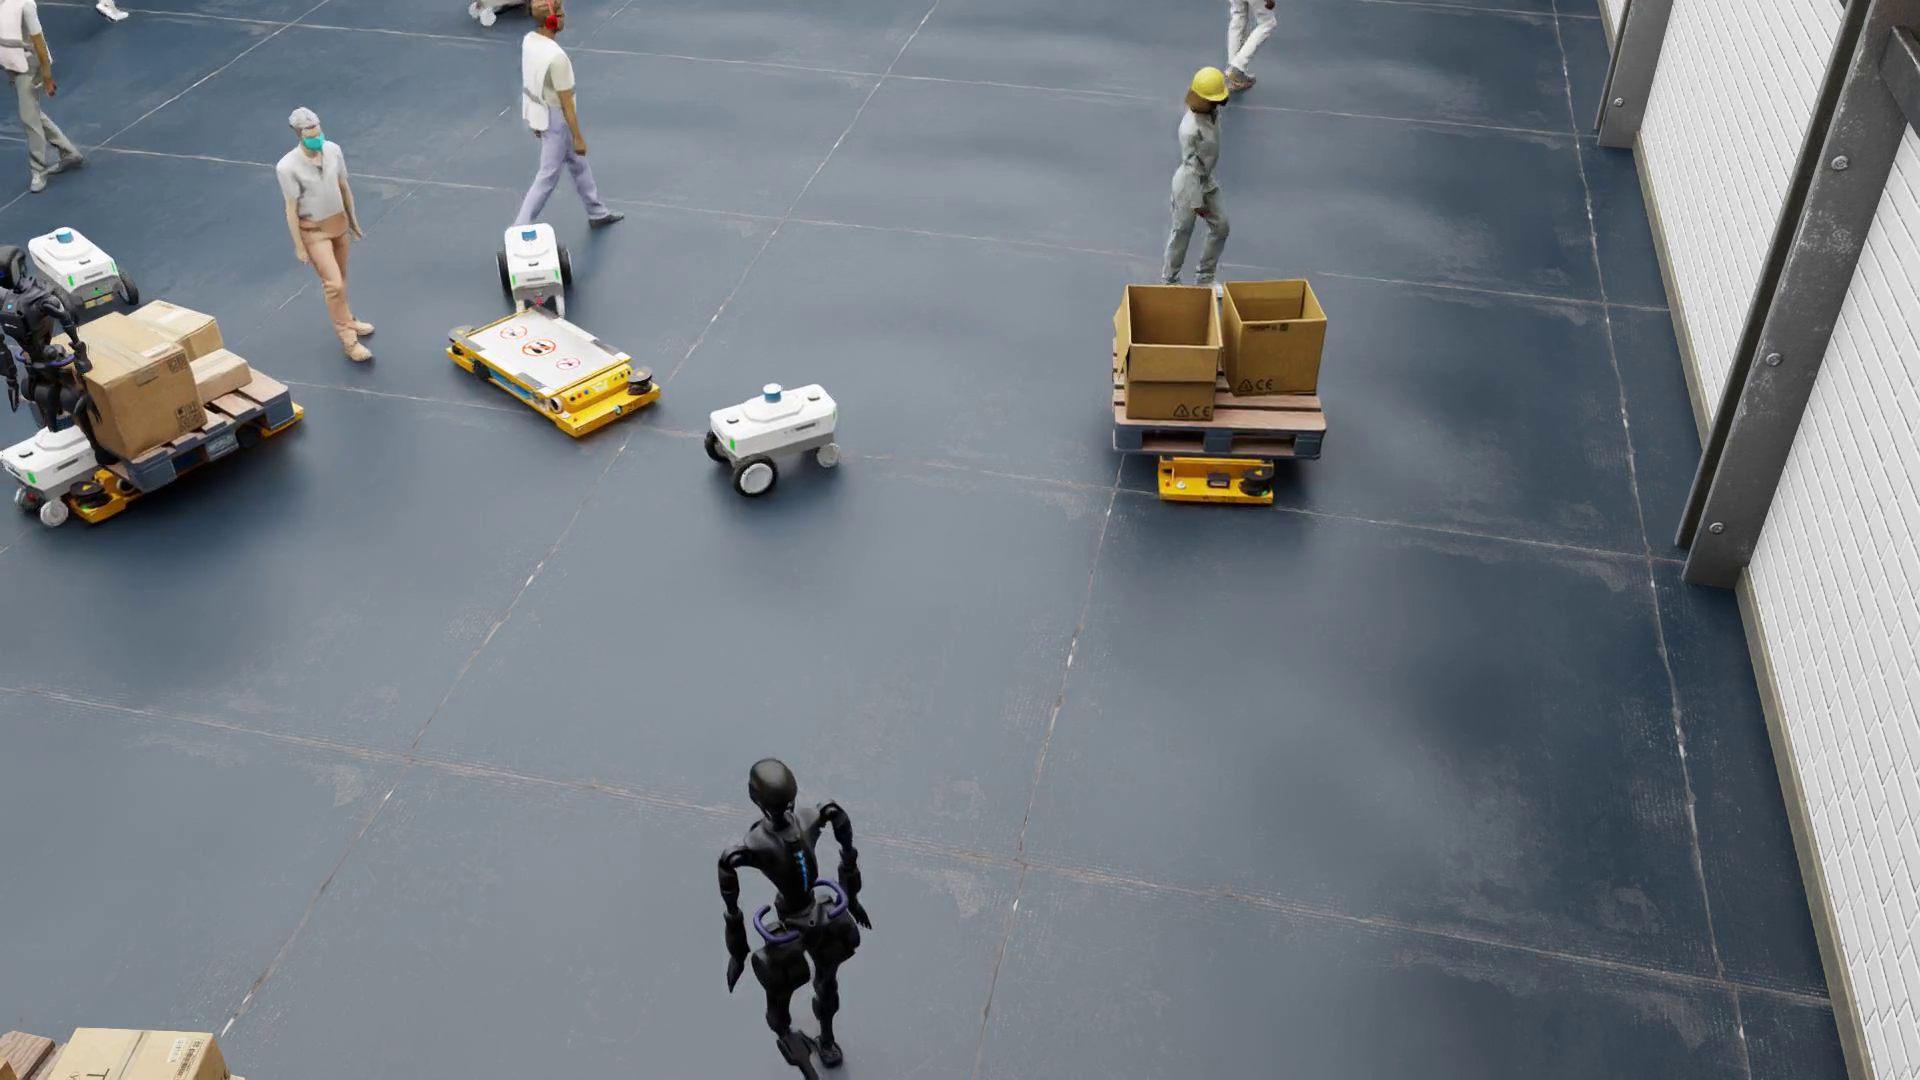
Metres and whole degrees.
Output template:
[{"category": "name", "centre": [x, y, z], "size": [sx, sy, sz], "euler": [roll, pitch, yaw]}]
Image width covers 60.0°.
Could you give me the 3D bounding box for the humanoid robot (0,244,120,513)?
[{"category": "humanoid robot", "centre": [-5.008, -0.878, 9.204], "size": [0.599, 1.659, 0.315], "euler": [8, 37, 10]}]

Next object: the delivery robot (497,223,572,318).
[{"category": "delivery robot", "centre": [-2.946, -1.902, 11.498], "size": [0.499, 0.563, 0.738], "euler": [-9, 38, -12]}]

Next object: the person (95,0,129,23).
[{"category": "person", "centre": [-8.201, -5.677, 15.680], "size": [0.516, 1.625, 0.409], "euler": [12, 38, 16]}]

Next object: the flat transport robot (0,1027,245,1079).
[{"category": "flat transport robot", "centre": [-3.227, 2.506, 5.866], "size": [1.431, 0.231, 0.659], "euler": [8, 37, 10]}]

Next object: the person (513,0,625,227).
[{"category": "person", "centre": [-2.939, -2.985, 11.938], "size": [0.919, 1.810, 0.607], "euler": [-19, 41, -23]}]

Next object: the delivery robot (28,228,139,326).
[{"category": "delivery robot", "centre": [-6.087, -1.862, 11.461], "size": [0.768, 0.581, 0.499], "euler": [31, 46, 34]}]

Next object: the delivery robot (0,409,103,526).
[{"category": "delivery robot", "centre": [-5.091, -0.487, 9.638], "size": [0.499, 0.603, 0.794], "euler": [25, 43, 29]}]

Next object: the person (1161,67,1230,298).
[{"category": "person", "centre": [1.638, -2.347, 11.142], "size": [0.594, 1.714, 0.498], "euler": [20, 41, 25]}]

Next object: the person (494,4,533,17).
[{"category": "person", "centre": [-4.320, -5.947, 15.859], "size": [0.563, 1.846, 0.391], "euler": [8, 37, 10]}]

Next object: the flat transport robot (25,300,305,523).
[{"category": "flat transport robot", "centre": [-4.772, -0.610, 10.035], "size": [0.659, 0.231, 1.431], "euler": [24, 43, 29]}]

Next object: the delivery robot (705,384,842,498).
[{"category": "delivery robot", "centre": [-1.103, -0.642, 9.834], "size": [0.784, 0.589, 0.499], "euler": [-18, 40, -23]}]

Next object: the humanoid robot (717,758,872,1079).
[{"category": "humanoid robot", "centre": [-0.537, 1.478, 6.069], "size": [0.588, 1.639, 0.577], "euler": [-22, 42, -27]}]

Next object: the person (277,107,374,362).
[{"category": "person", "centre": [-4.051, -1.971, 10.665], "size": [0.612, 1.704, 0.467], "euler": [21, 42, 26]}]

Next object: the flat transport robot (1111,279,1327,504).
[{"category": "flat transport robot", "centre": [1.520, -0.700, 10.156], "size": [0.659, 0.231, 1.431], "euler": [2, 37, 3]}]

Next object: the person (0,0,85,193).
[{"category": "person", "centre": [-7.240, -3.617, 12.760], "size": [0.687, 1.813, 0.569], "euler": [17, 40, 21]}]

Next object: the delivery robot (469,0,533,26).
[{"category": "delivery robot", "centre": [-4.377, -5.338, 16.126], "size": [0.791, 0.598, 0.499], "euler": [-23, 42, -27]}]

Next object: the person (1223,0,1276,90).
[{"category": "person", "centre": [2.495, -4.766, 14.255], "size": [0.422, 1.873, 0.597], "euler": [-25, 44, -30]}]

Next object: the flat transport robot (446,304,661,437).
[{"category": "flat transport robot", "centre": [-2.640, -1.119, 10.716], "size": [1.431, 0.231, 0.659], "euler": [29, 46, 33]}]
